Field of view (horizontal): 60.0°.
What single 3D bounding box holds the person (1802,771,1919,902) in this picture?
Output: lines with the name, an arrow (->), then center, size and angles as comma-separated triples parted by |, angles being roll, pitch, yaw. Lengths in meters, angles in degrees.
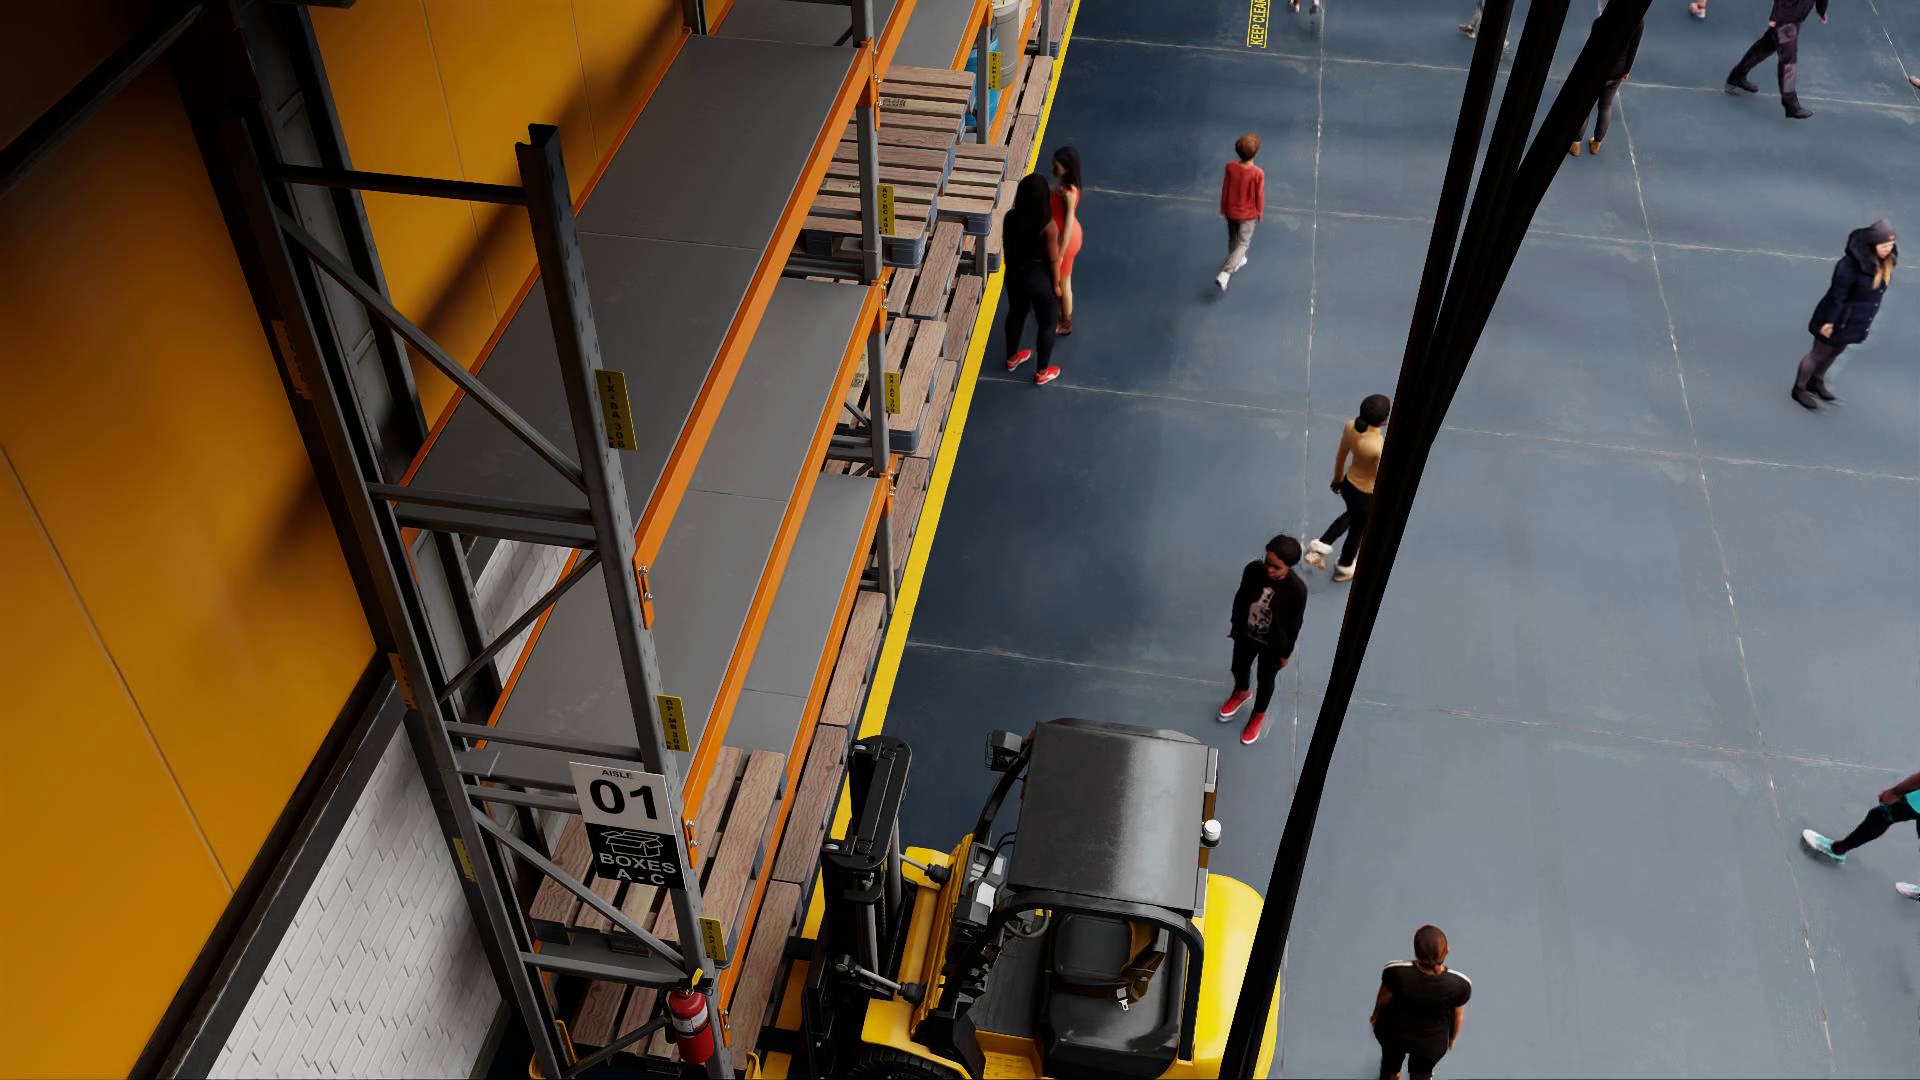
person -> 5.500, 1.433, 9.427 | 1.066, 1.766, 1.138 | -24, 49, -23

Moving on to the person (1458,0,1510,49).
person -> 5.562, -5.787, 17.217 | 0.941, 1.475, 1.008 | -26, 49, -24

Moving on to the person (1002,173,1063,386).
person -> 0.553, -2.045, 13.048 | 0.779, 1.808, 0.777 | 26, 50, 25

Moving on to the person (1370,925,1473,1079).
person -> 2.264, 2.532, 8.362 | 0.658, 1.643, 0.908 | 12, 45, 13

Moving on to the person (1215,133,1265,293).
person -> 2.359, -2.761, 14.096 | 0.761, 1.399, 0.964 | 26, 49, 25

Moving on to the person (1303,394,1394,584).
person -> 2.669, -0.308, 11.339 | 0.850, 1.649, 0.811 | -17, 46, -17

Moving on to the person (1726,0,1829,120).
person -> 8.016, -5.102, 16.229 | 1.263, 1.846, 1.271 | -31, 52, -29

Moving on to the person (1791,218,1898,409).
person -> 6.831, -1.763, 12.846 | 0.789, 1.677, 0.831 | -19, 47, -19

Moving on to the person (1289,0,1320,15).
person -> 3.721, -6.331, 17.677 | 0.716, 1.628, 0.898 | -6, 44, -6

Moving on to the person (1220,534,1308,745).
person -> 1.914, 0.576, 10.391 | 0.718, 1.676, 0.750 | 28, 50, 26

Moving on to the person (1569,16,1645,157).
person -> 6.052, -4.434, 15.617 | 0.698, 1.722, 0.609 | -2, 44, -2

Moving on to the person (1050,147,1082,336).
person -> 0.859, -2.418, 13.506 | 0.717, 1.715, 0.569 | 1, 44, 1
